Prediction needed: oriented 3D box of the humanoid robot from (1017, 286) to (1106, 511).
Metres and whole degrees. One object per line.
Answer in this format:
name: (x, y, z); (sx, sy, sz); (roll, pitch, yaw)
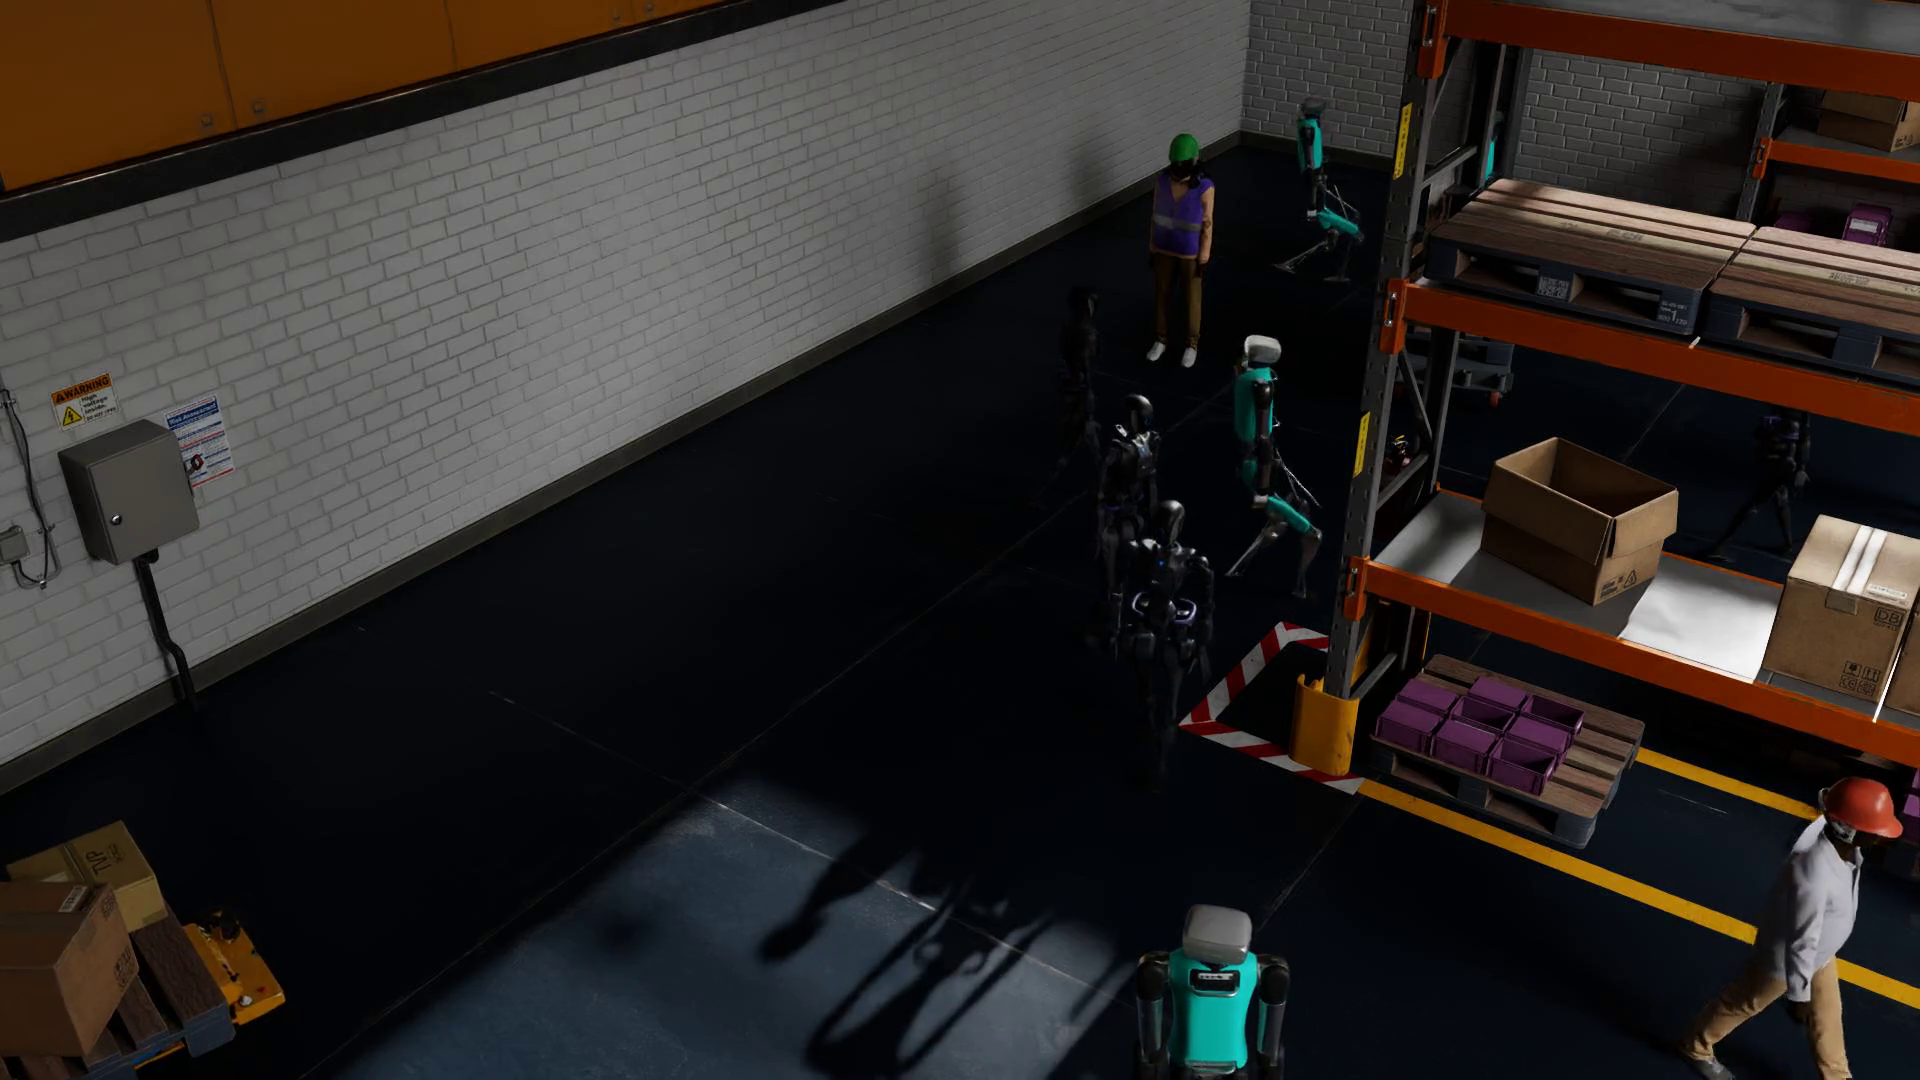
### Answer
humanoid robot: (0.781, -0.956, 11.345); (0.792, 1.635, 0.591); (-2, 30, -4)

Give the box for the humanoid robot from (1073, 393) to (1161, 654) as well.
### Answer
humanoid robot: (0.940, -0.107, 9.822); (0.595, 1.656, 0.327); (-26, 39, -37)

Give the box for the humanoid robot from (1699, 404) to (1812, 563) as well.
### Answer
humanoid robot: (5.297, -0.584, 10.686); (0.783, 1.624, 0.600); (3, 30, 5)

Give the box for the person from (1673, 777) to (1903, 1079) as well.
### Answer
person: (3.465, 1.669, 6.690); (0.896, 1.701, 0.590); (24, 38, 36)

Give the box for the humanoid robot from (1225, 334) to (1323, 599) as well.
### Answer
humanoid robot: (2.052, -0.438, 10.383); (0.807, 1.803, 0.530); (-4, 30, -7)

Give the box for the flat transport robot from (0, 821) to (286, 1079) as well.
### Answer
flat transport robot: (-3.814, 2.137, 7.332); (1.431, 0.231, 0.659); (-23, 37, -34)

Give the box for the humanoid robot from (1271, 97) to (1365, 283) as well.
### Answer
humanoid robot: (3.334, -3.078, 14.905); (0.959, 1.730, 0.542); (6, 31, 11)

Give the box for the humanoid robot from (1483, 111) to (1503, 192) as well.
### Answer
humanoid robot: (4.618, -2.834, 14.478); (0.899, 1.759, 0.554); (20, 36, 31)

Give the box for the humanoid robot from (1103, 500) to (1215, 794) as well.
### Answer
humanoid robot: (1.033, 0.527, 8.750); (0.598, 1.623, 0.758); (11, 32, 18)

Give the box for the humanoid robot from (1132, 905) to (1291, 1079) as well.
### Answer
humanoid robot: (0.859, 2.205, 5.815); (0.540, 1.853, 0.776); (2, 30, 3)

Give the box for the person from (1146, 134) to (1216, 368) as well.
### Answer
person: (1.781, -2.352, 13.471); (0.535, 1.922, 0.431); (16, 34, 26)
